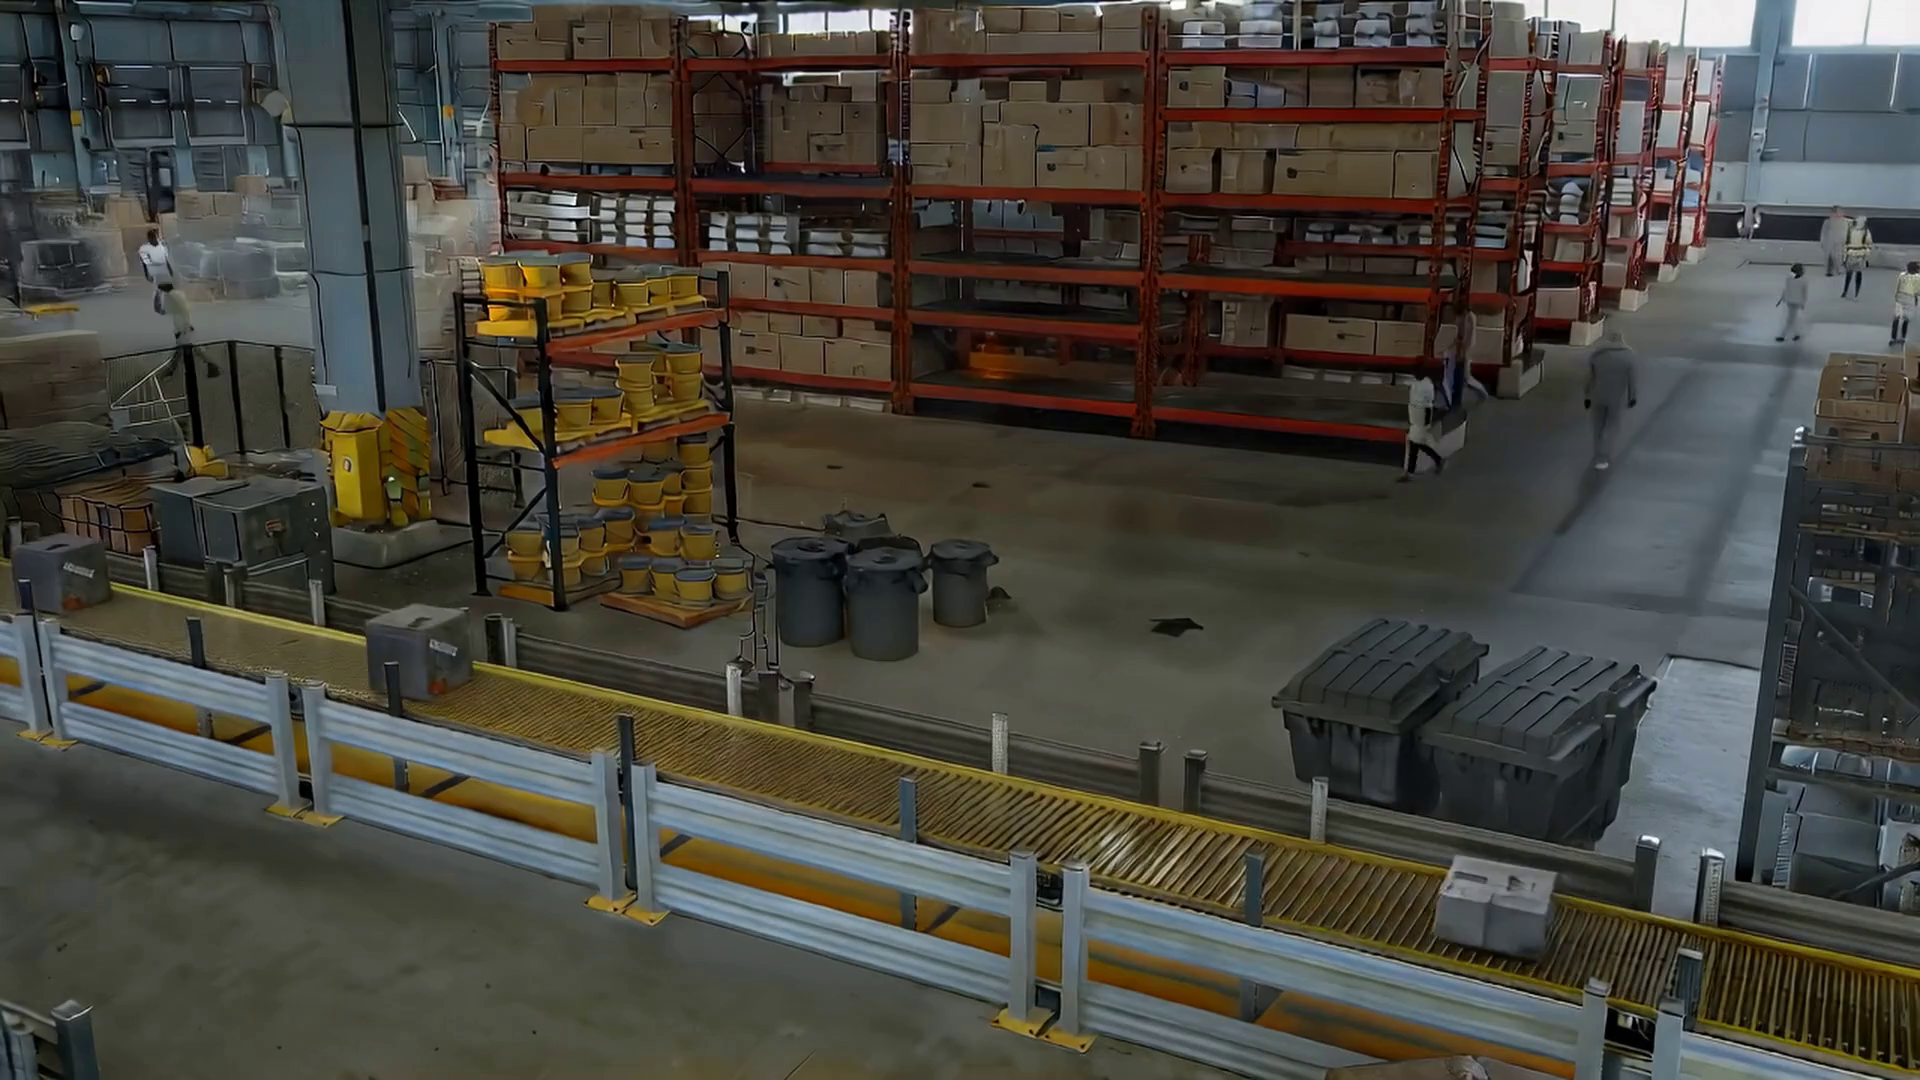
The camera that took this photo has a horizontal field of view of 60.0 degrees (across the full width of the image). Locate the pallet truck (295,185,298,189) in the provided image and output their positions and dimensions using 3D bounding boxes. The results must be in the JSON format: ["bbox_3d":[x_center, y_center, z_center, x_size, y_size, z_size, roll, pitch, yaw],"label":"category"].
[{"bbox_3d":[-26.804,-14.617,69.738,1.885,1.965,0.823,-14,20,-42],"label":"pallet truck"}]

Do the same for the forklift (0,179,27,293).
[{"bbox_3d":[-24.171,-7.740,42.199,1.873,2.768,1.129,8,17,28],"label":"forklift"}]

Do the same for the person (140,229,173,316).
[{"bbox_3d":[-18.110,-6.049,37.622,0.686,1.943,0.644,11,19,36],"label":"person"}]

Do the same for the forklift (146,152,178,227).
[{"bbox_3d":[-30.070,-13.240,62.873,1.873,2.768,1.129,8,17,28],"label":"forklift"}]

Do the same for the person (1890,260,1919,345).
[{"bbox_3d":[18.950,-4.761,33.280,0.322,1.689,0.530,-3,15,-10],"label":"person"}]

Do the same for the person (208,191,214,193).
[{"bbox_3d":[-24.338,-10.438,54.249,0.356,1.883,0.574,8,17,27],"label":"person"}]

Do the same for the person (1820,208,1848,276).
[{"bbox_3d":[24.182,-8.246,46.060,0.668,1.864,0.722,8,17,29],"label":"person"}]

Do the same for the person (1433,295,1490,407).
[{"bbox_3d":[7.985,-2.979,26.347,0.815,1.821,0.623,-3,15,-11],"label":"person"}]

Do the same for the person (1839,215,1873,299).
[{"bbox_3d":[21.945,-6.925,40.736,0.608,2.044,0.372,13,19,40],"label":"person"}]

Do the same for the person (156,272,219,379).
[{"bbox_3d":[-13.592,-3.751,29.138,1.014,1.881,0.593,-5,16,-18],"label":"person"}]

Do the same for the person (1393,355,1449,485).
[{"bbox_3d":[5.900,-1.521,21.105,0.670,1.678,0.542,0,15,1],"label":"person"}]

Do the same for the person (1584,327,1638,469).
[{"bbox_3d":[8.733,-1.923,22.286,0.638,1.857,0.965,10,18,33],"label":"person"}]

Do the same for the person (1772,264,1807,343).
[{"bbox_3d":[16.773,-4.774,33.534,0.879,1.582,0.510,-5,16,-17],"label":"person"}]

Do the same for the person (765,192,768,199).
[{"bbox_3d":[-8.034,-14.015,67.613,0.629,1.931,0.367,-6,16,-20],"label":"person"}]

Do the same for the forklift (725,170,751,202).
[{"bbox_3d":[-6.786,-10.188,51.400,1.129,2.768,1.873,8,17,27],"label":"forklift"}]
